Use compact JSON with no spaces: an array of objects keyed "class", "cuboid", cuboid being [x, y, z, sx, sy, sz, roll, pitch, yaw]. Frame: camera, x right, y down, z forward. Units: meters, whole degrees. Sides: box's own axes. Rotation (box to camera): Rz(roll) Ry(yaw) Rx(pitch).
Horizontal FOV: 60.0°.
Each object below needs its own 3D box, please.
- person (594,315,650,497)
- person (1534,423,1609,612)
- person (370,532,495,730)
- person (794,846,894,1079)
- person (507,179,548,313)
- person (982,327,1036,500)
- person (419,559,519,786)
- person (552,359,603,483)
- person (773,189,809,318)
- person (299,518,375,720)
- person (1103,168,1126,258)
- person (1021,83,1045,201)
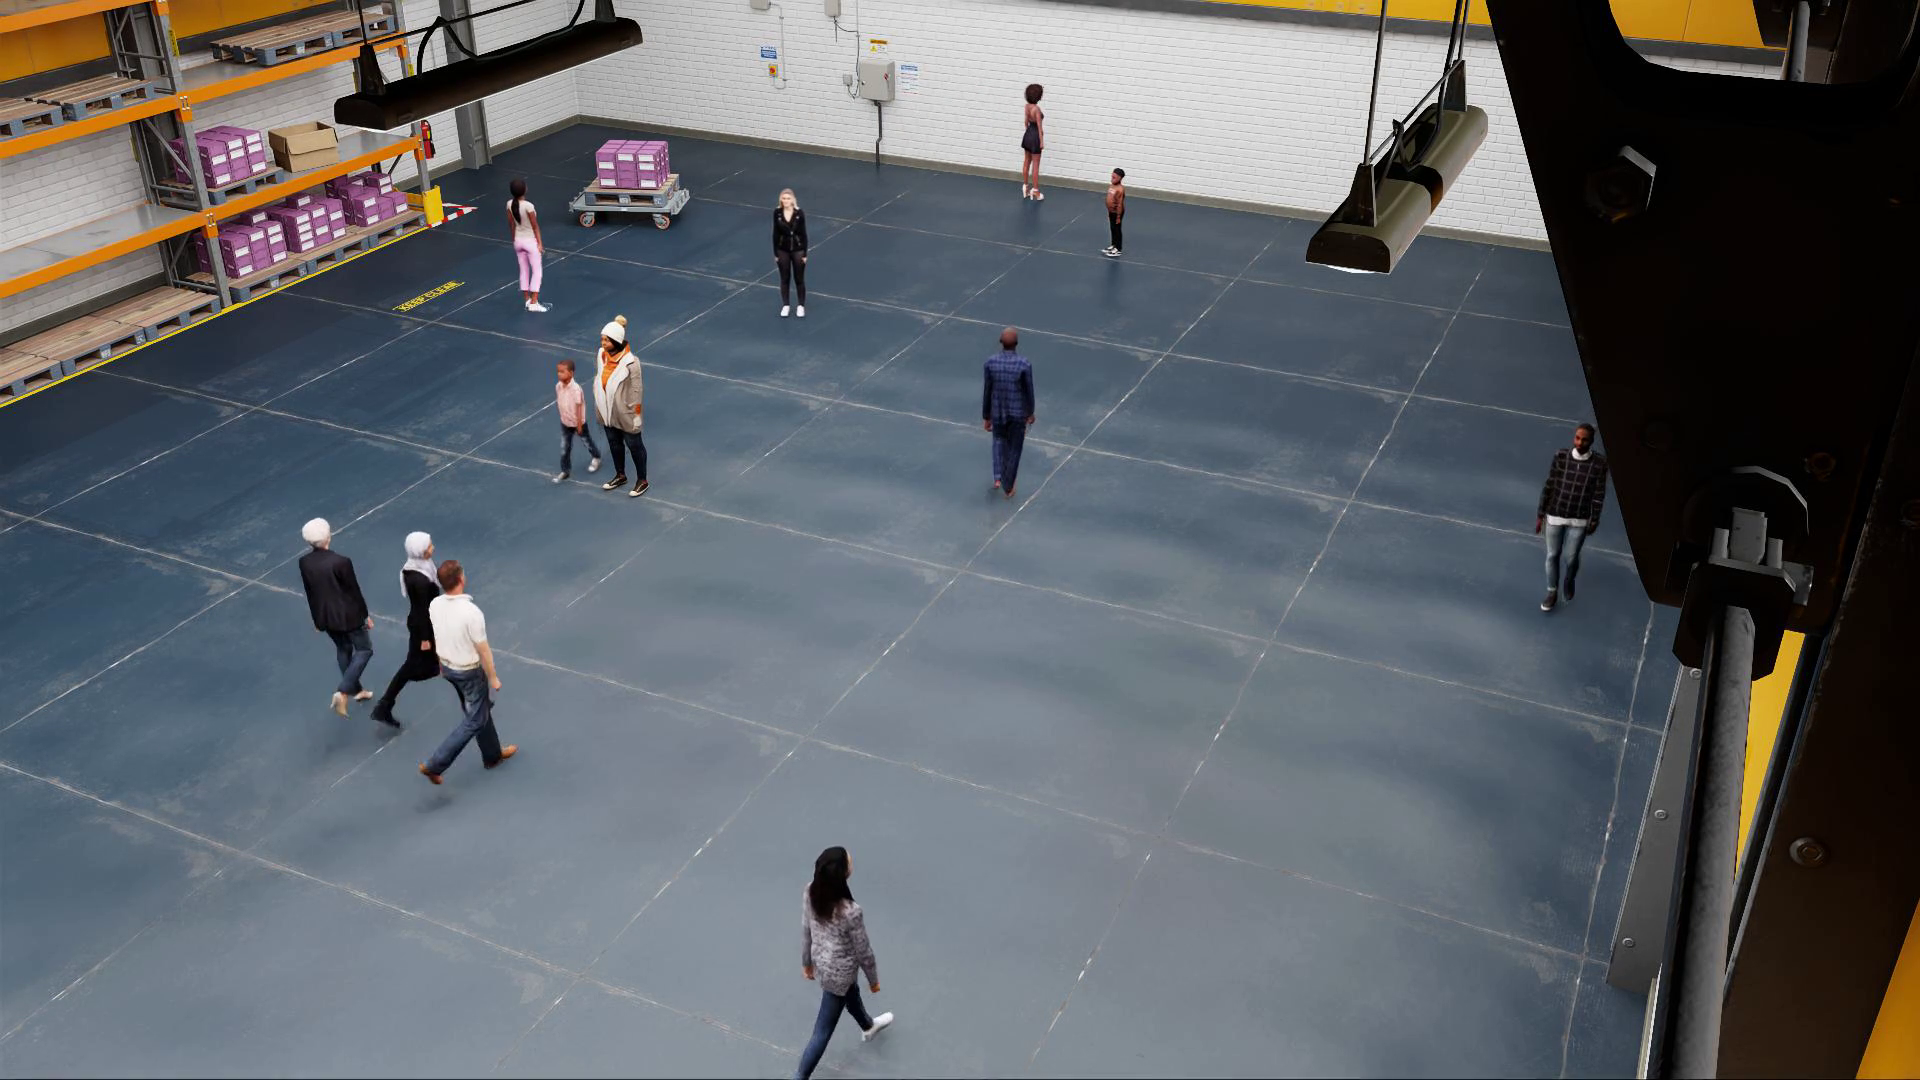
[{"class":"person","cuboid":[-3.429,-1.373,16.870,0.693,1.890,0.671,15,32,26]},{"class":"person","cuboid":[5.461,-0.239,14.878,0.708,1.809,0.744,16,32,27]},{"class":"person","cuboid":[-4.312,0.756,13.133,1.243,1.732,1.100,-14,31,-23]},{"class":"person","cuboid":[-0.794,2.592,9.821,0.873,1.680,1.265,23,36,36]},{"class":"person","cuboid":[-5.606,-3.819,21.507,0.597,1.745,0.662,11,31,20]},{"class":"person","cuboid":[0.486,-1.247,16.730,0.717,1.805,0.731,7,29,12]},{"class":"person","cuboid":[-3.790,1.049,12.500,0.859,1.823,1.154,19,34,31]},{"class":"person","cuboid":[-3.970,-1.270,17.310,0.524,1.289,0.887,14,32,24]},{"class":"person","cuboid":[-2.160,-3.687,21.328,0.677,1.684,0.678,0,29,0]},{"class":"person","cuboid":[-4.947,0.678,13.260,0.798,1.761,0.899,8,30,15]},{"class":"person","cuboid":[2.222,-4.656,23.552,0.647,1.255,0.586,-10,30,-17]},{"class":"person","cuboid":[1.130,-6.180,25.789,0.686,1.789,0.654,-17,33,-28]}]
